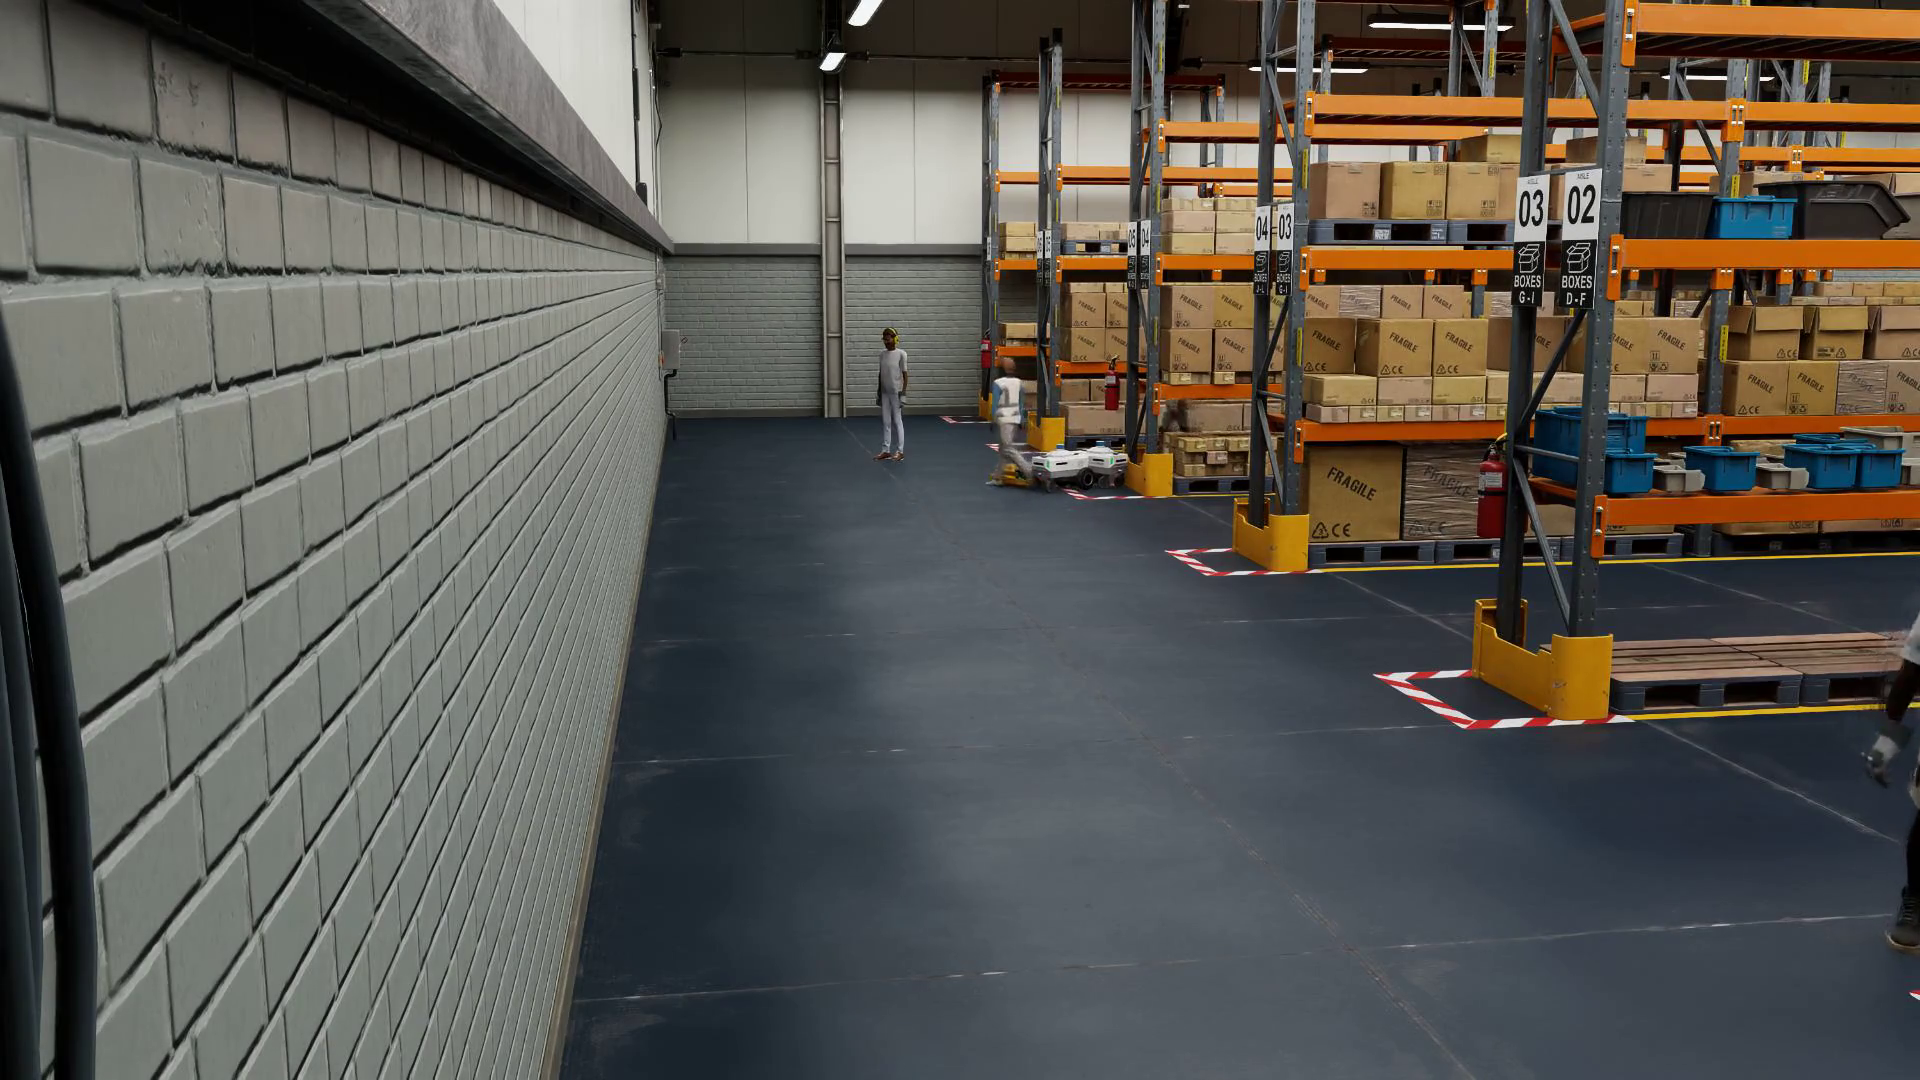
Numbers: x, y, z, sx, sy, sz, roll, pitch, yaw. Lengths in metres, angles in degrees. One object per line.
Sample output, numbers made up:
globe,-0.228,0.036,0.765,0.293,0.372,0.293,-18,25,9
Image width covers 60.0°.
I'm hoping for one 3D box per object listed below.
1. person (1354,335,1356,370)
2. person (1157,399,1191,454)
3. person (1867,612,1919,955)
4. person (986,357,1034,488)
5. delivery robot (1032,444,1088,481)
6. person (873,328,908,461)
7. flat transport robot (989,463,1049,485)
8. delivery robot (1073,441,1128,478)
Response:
person,4.096,-1.134,17.287,0.379,1.994,0.611,-6,11,-32
person,2.878,-1.791,21.683,0.940,1.904,0.551,7,11,35
person,3.739,0.730,6.129,0.759,1.897,0.986,3,10,17
person,0.630,-1.433,20.303,0.724,1.611,0.528,7,11,36
delivery robot,1.206,-0.915,20.075,0.707,0.478,0.477,-7,12,-38
person,-0.962,-2.029,23.213,0.518,1.865,0.328,7,11,36
flat transport robot,1.125,-0.863,20.914,1.431,0.197,0.652,-7,12,-37
delivery robot,1.723,-0.975,20.445,0.477,0.478,0.707,-8,12,-42
